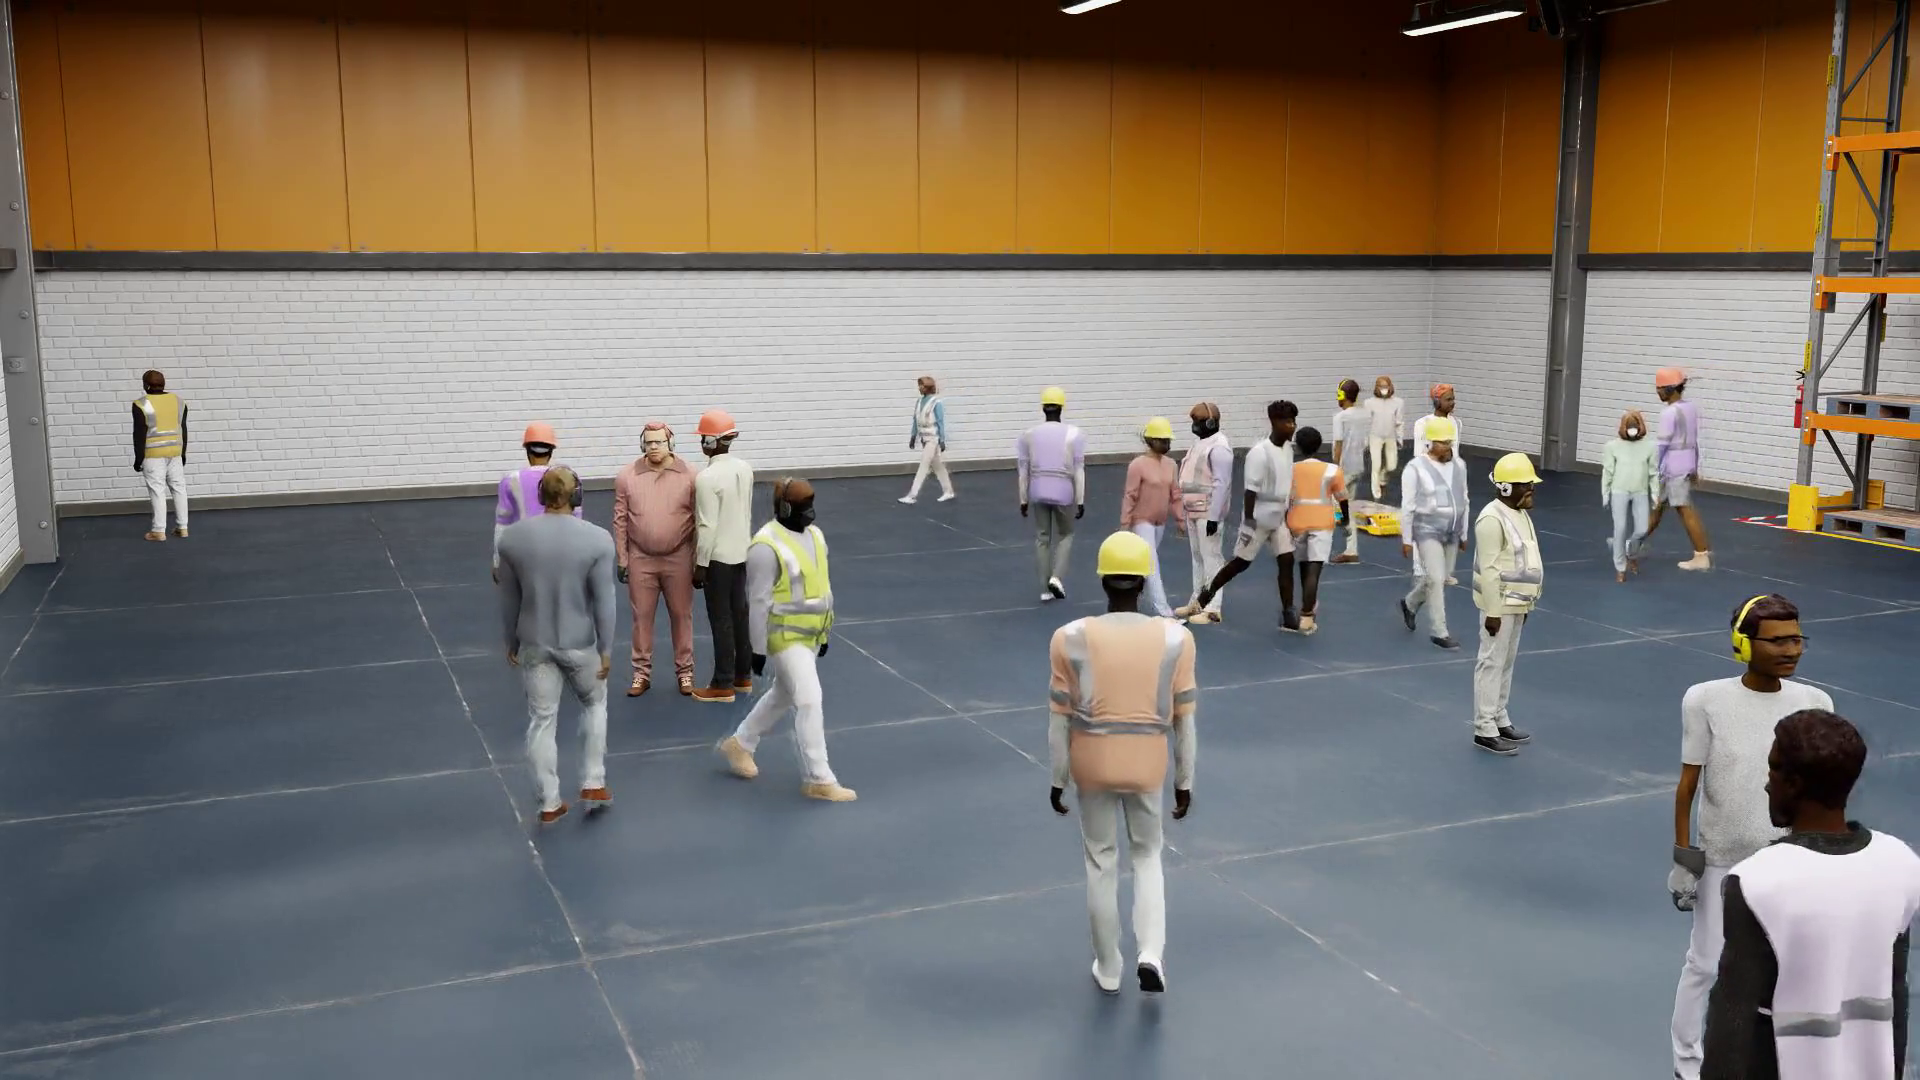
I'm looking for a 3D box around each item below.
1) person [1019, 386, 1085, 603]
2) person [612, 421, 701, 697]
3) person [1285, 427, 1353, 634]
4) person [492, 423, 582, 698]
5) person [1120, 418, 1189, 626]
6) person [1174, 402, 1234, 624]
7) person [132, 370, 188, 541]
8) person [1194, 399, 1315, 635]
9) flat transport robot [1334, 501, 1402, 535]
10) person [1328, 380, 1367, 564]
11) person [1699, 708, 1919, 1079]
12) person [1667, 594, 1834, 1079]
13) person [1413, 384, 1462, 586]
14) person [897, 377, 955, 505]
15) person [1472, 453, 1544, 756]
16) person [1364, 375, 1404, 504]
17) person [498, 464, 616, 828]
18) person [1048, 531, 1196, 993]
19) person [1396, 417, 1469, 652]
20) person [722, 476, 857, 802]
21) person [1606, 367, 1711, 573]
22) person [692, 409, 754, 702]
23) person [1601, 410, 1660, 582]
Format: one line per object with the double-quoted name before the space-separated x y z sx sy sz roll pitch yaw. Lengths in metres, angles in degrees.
"person" 0.809 -0.396 14.613 0.601 1.910 0.421 3 10 15
"person" -2.065 0.130 11.462 0.644 1.908 0.408 -1 9 -5
"person" 2.889 -0.099 13.586 0.546 1.639 0.843 5 11 28
"person" -2.942 0.127 11.613 0.610 1.867 1.031 -3 10 -18
"person" 1.588 -0.127 13.529 0.549 1.722 0.885 -8 12 -40
"person" 2.025 -0.226 13.825 0.429 1.842 0.626 -2 10 -11
"person" -8.659 -0.917 18.000 0.430 1.845 0.619 6 11 31
"person" 2.392 -0.208 13.524 1.019 1.915 0.618 8 13 41
"flat transport robot" 4.615 -0.271 18.834 0.652 0.197 1.431 -3 10 -20
"person" 3.751 -0.655 16.420 0.580 1.843 0.418 -8 12 -38
"person" 2.124 1.358 4.096 0.597 1.892 0.868 -4 10 -24
"person" 2.692 1.101 5.674 0.515 1.877 0.328 1 9 3
"person" 4.413 -0.502 15.358 0.576 1.884 0.354 -6 11 -34
"person" -0.415 -1.241 20.713 0.884 1.581 0.531 -6 11 -31
"person" 3.348 0.378 10.175 0.403 1.834 0.588 6 11 34
"person" 5.252 -1.247 20.684 0.510 1.614 0.447 0 9 2
"person" -2.129 0.551 8.890 0.651 1.918 0.642 0 9 1
"person" 0.644 0.919 6.680 0.585 1.912 0.465 0 9 -3
"person" 3.688 -0.076 13.013 0.600 1.806 0.772 -4 10 -25
"person" -0.995 0.531 9.365 0.910 1.816 0.635 4 10 25
"person" 6.893 -0.697 16.255 1.071 1.973 0.620 8 12 41
"person" -1.625 0.106 11.340 0.377 1.995 0.608 4 10 22
"person" 6.283 -0.407 15.592 0.523 1.614 0.359 2 10 13
